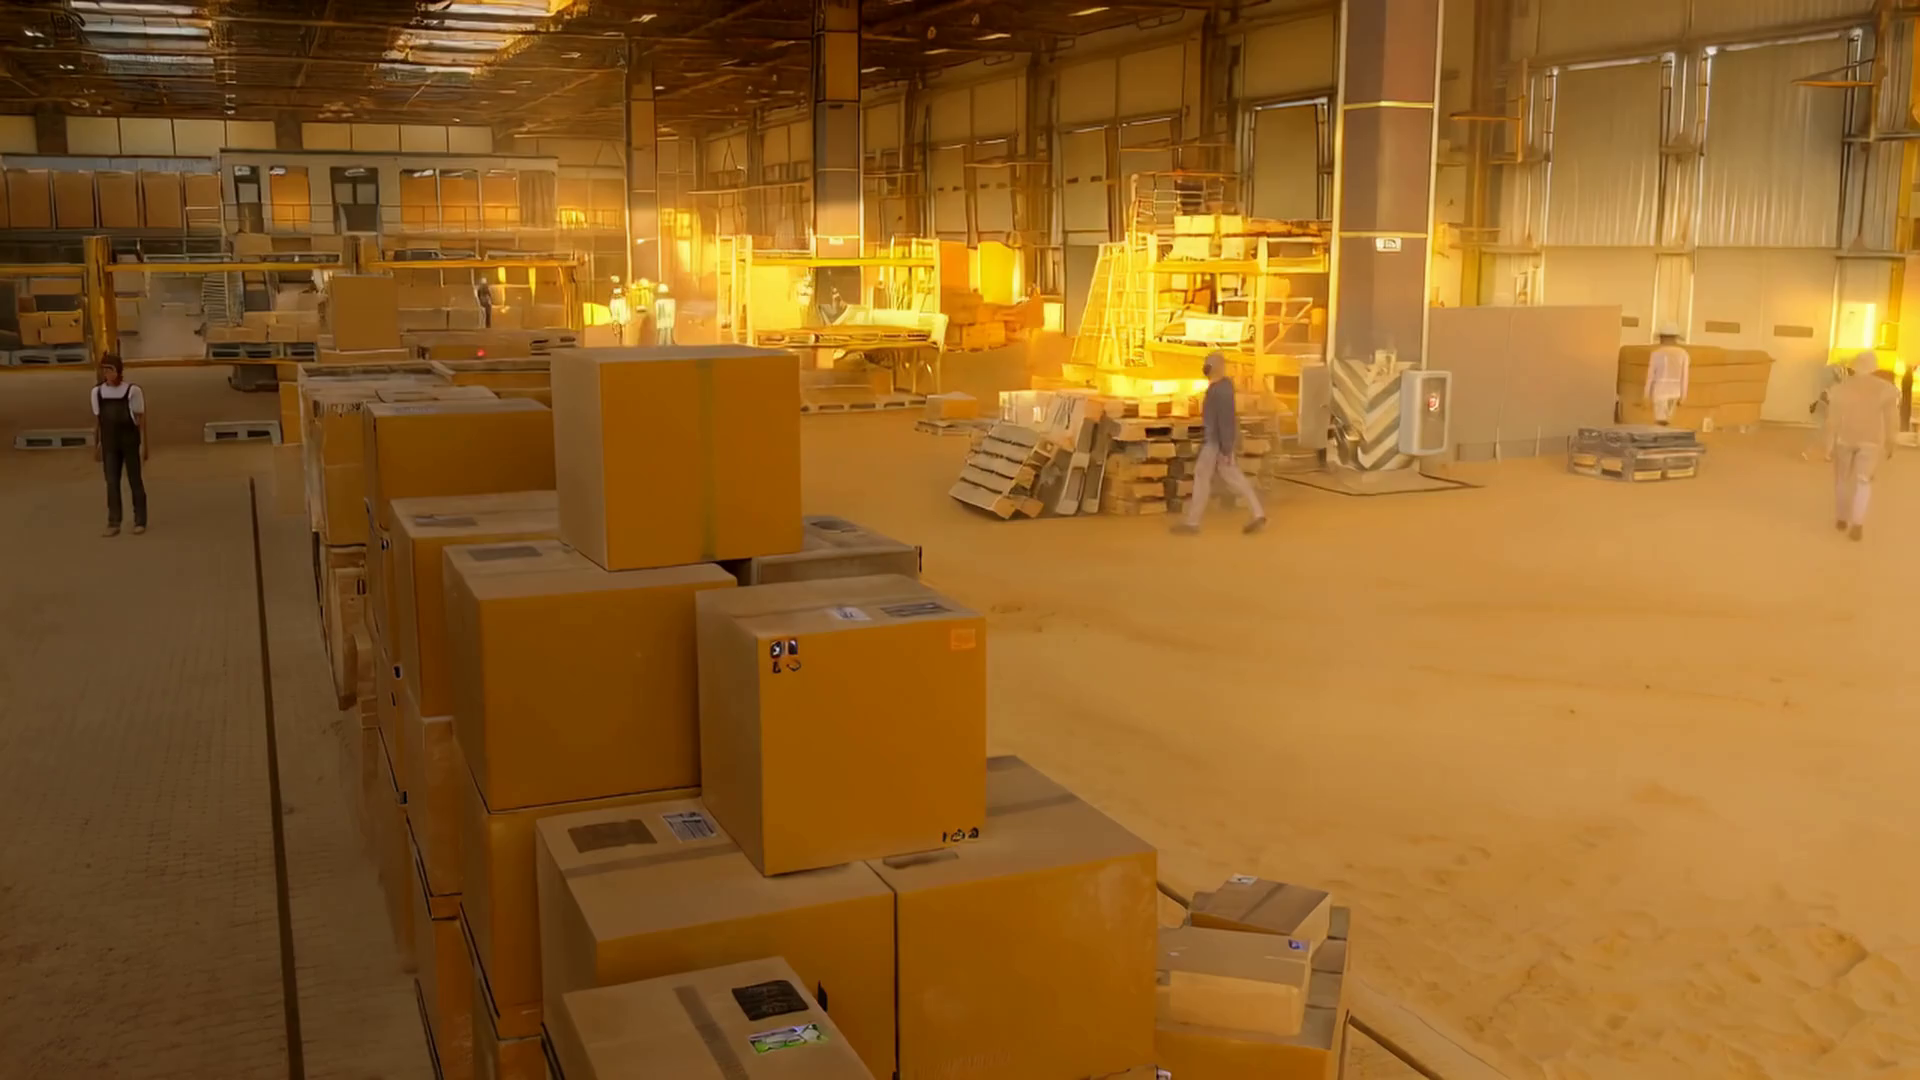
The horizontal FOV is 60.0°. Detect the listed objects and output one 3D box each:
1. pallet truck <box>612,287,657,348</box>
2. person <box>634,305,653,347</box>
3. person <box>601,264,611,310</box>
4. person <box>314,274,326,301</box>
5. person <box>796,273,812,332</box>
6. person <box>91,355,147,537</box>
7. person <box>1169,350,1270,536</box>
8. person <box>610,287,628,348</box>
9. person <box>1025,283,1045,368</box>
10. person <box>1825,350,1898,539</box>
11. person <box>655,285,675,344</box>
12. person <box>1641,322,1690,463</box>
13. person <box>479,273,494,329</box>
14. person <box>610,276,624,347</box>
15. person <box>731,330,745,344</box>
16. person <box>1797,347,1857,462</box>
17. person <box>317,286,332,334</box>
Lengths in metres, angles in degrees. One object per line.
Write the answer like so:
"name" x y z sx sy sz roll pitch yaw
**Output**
"pallet truck" -6.464 -4.406 35.401 0.823 1.965 1.885 6 12 32
"person" -6.111 -3.676 32.153 0.902 1.718 0.531 -5 11 -24
"person" -14.283 -10.123 66.920 0.376 1.995 0.612 6 12 30
"person" -21.719 -8.165 56.697 0.969 1.789 0.657 -7 13 -36
"person" -5.019 -7.677 53.715 0.555 1.903 0.962 3 11 15
"person" -8.459 -0.944 16.749 0.517 1.841 0.325 -1 10 -5
"person" 2.668 -0.973 16.774 0.997 1.904 0.624 1 10 7
"person" -9.007 -5.821 43.941 0.520 1.726 0.442 5 11 24
"person" 1.753 -4.991 38.704 0.459 1.978 0.619 -7 12 -33
"person" 9.075 -0.971 16.779 0.648 1.892 1.031 5 11 24
"person" -6.954 -5.053 39.204 0.408 1.918 0.587 7 13 35
"person" 9.317 -1.897 21.839 0.545 1.907 0.914 -3 11 -14
"person" -15.032 -7.504 52.747 0.424 1.904 0.704 -8 13 -37
"person" -9.516 -6.351 46.260 0.391 1.946 0.615 -3 11 -17
"person" -4.396 -3.756 32.753 0.719 1.671 0.547 -2 10 -11
"person" 11.591 -1.780 22.112 0.520 1.566 0.935 -6 12 -28
"person" -14.332 -4.804 37.841 0.622 1.900 0.750 -1 10 -5
